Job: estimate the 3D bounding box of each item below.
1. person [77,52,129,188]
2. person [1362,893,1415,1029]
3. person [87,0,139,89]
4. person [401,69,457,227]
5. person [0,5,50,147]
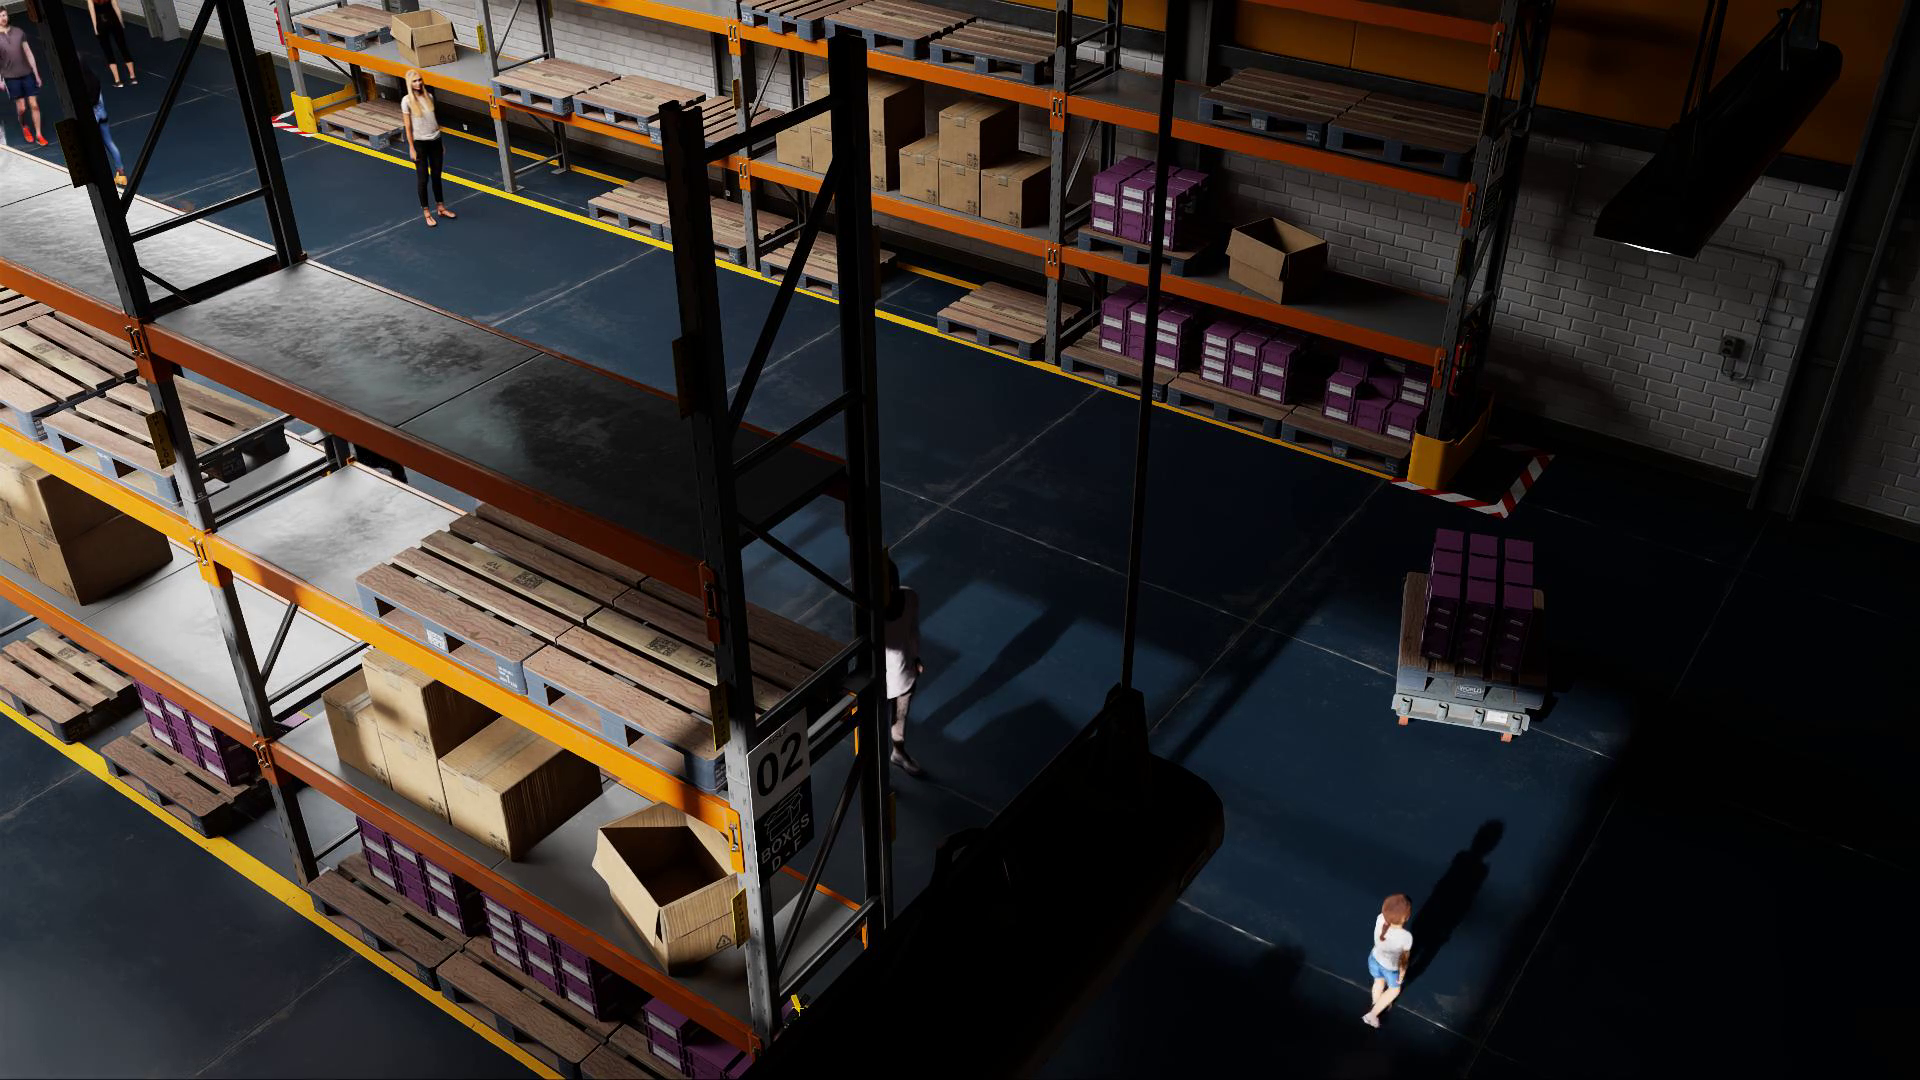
[{"bbox_3d":[-10.624,-5.141,20.418,0.632,1.712,0.674,9,35,14],"label":"person"},{"bbox_3d":[2.457,2.443,9.638,0.553,1.014,0.520,-23,40,-31],"label":"person"},{"bbox_3d":[-12.163,-7.356,23.739,0.615,1.725,0.570,-28,42,-35],"label":"person"},{"bbox_3d":[-6.282,-4.633,19.550,0.525,1.826,0.620,23,40,30],"label":"person"},{"bbox_3d":[-12.313,-6.068,21.697,0.726,1.840,0.697,28,42,35],"label":"person"}]
